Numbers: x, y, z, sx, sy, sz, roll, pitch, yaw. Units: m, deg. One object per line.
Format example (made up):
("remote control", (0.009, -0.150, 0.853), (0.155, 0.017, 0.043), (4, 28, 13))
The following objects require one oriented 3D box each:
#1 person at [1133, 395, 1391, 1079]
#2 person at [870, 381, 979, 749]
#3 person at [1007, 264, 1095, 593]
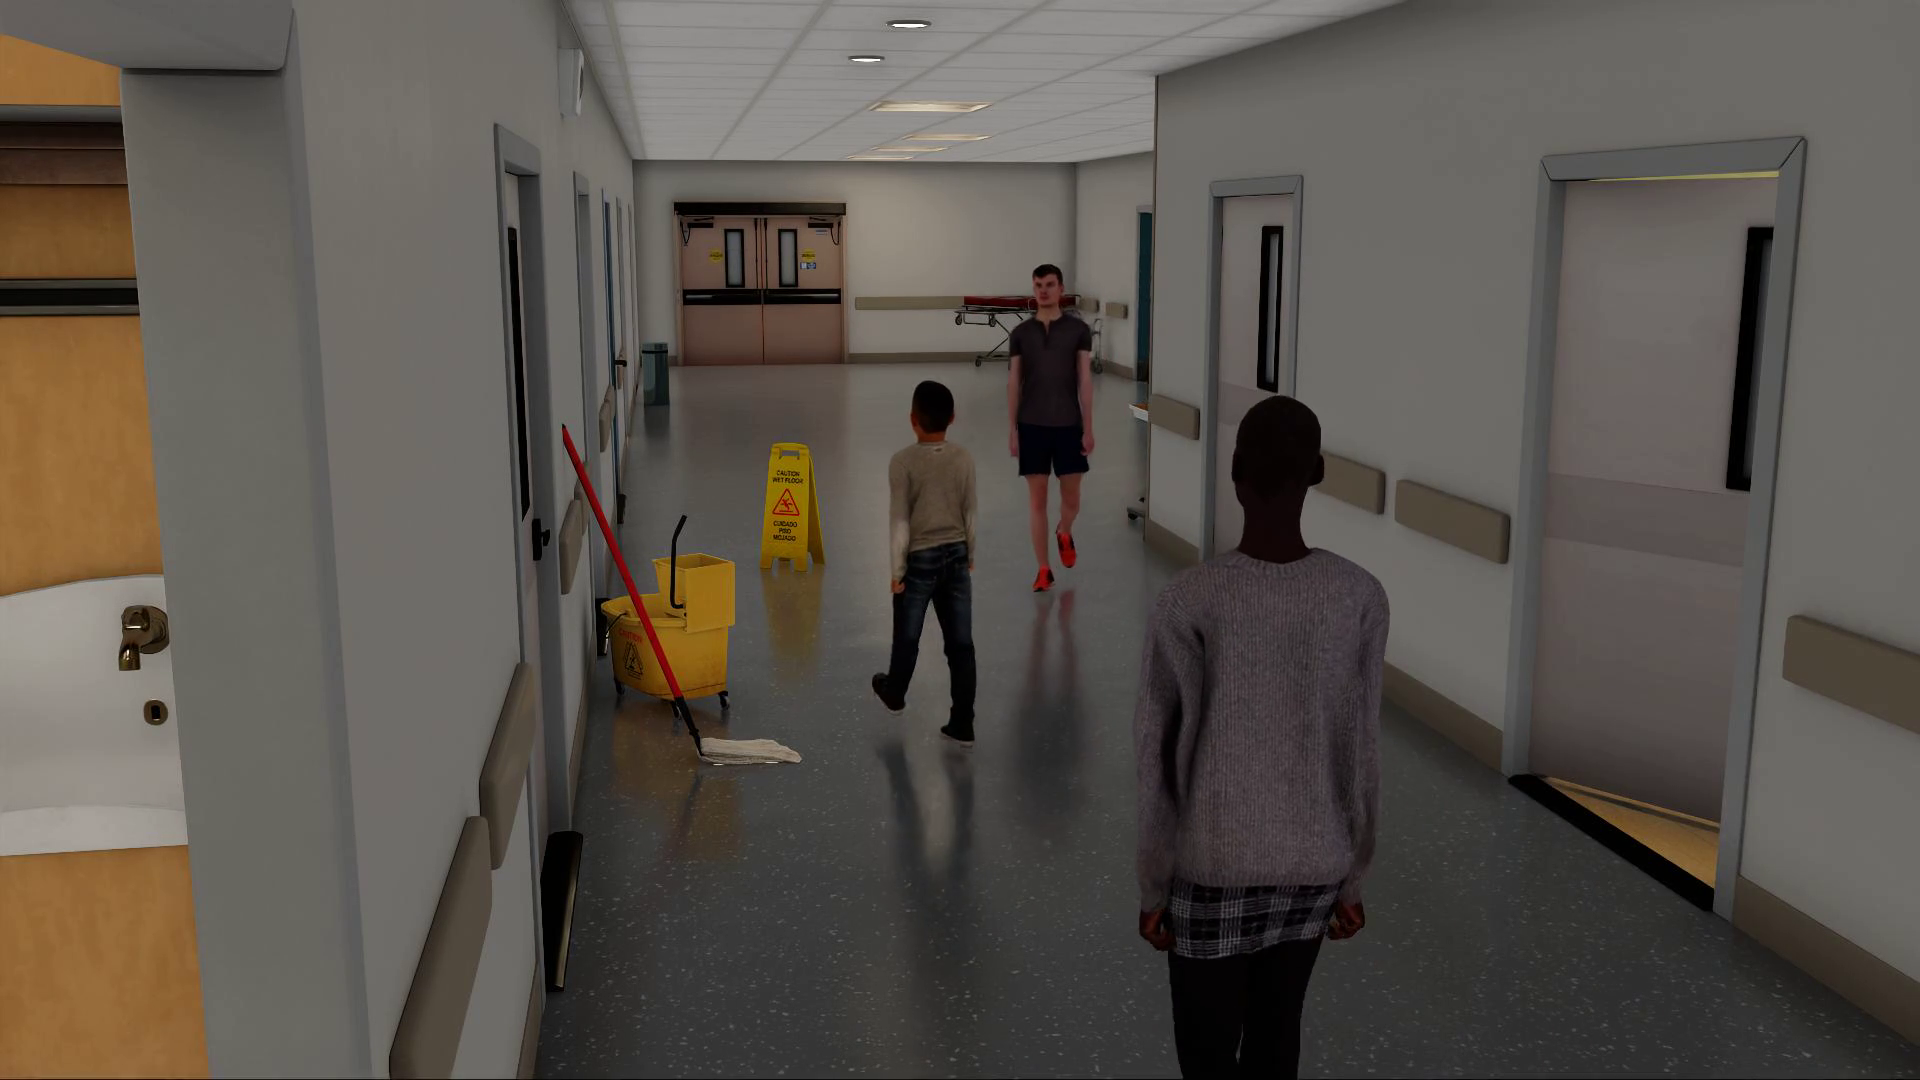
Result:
("person", (0.562, 0.633, 3.038), (0.667, 1.754, 1.030), (-1, 11, -5))
("person", (-0.074, 0.129, 6.560), (0.736, 1.429, 1.038), (-5, 12, -24))
("person", (0.537, -0.642, 9.534), (0.821, 1.836, 0.995), (1, 11, 7))
